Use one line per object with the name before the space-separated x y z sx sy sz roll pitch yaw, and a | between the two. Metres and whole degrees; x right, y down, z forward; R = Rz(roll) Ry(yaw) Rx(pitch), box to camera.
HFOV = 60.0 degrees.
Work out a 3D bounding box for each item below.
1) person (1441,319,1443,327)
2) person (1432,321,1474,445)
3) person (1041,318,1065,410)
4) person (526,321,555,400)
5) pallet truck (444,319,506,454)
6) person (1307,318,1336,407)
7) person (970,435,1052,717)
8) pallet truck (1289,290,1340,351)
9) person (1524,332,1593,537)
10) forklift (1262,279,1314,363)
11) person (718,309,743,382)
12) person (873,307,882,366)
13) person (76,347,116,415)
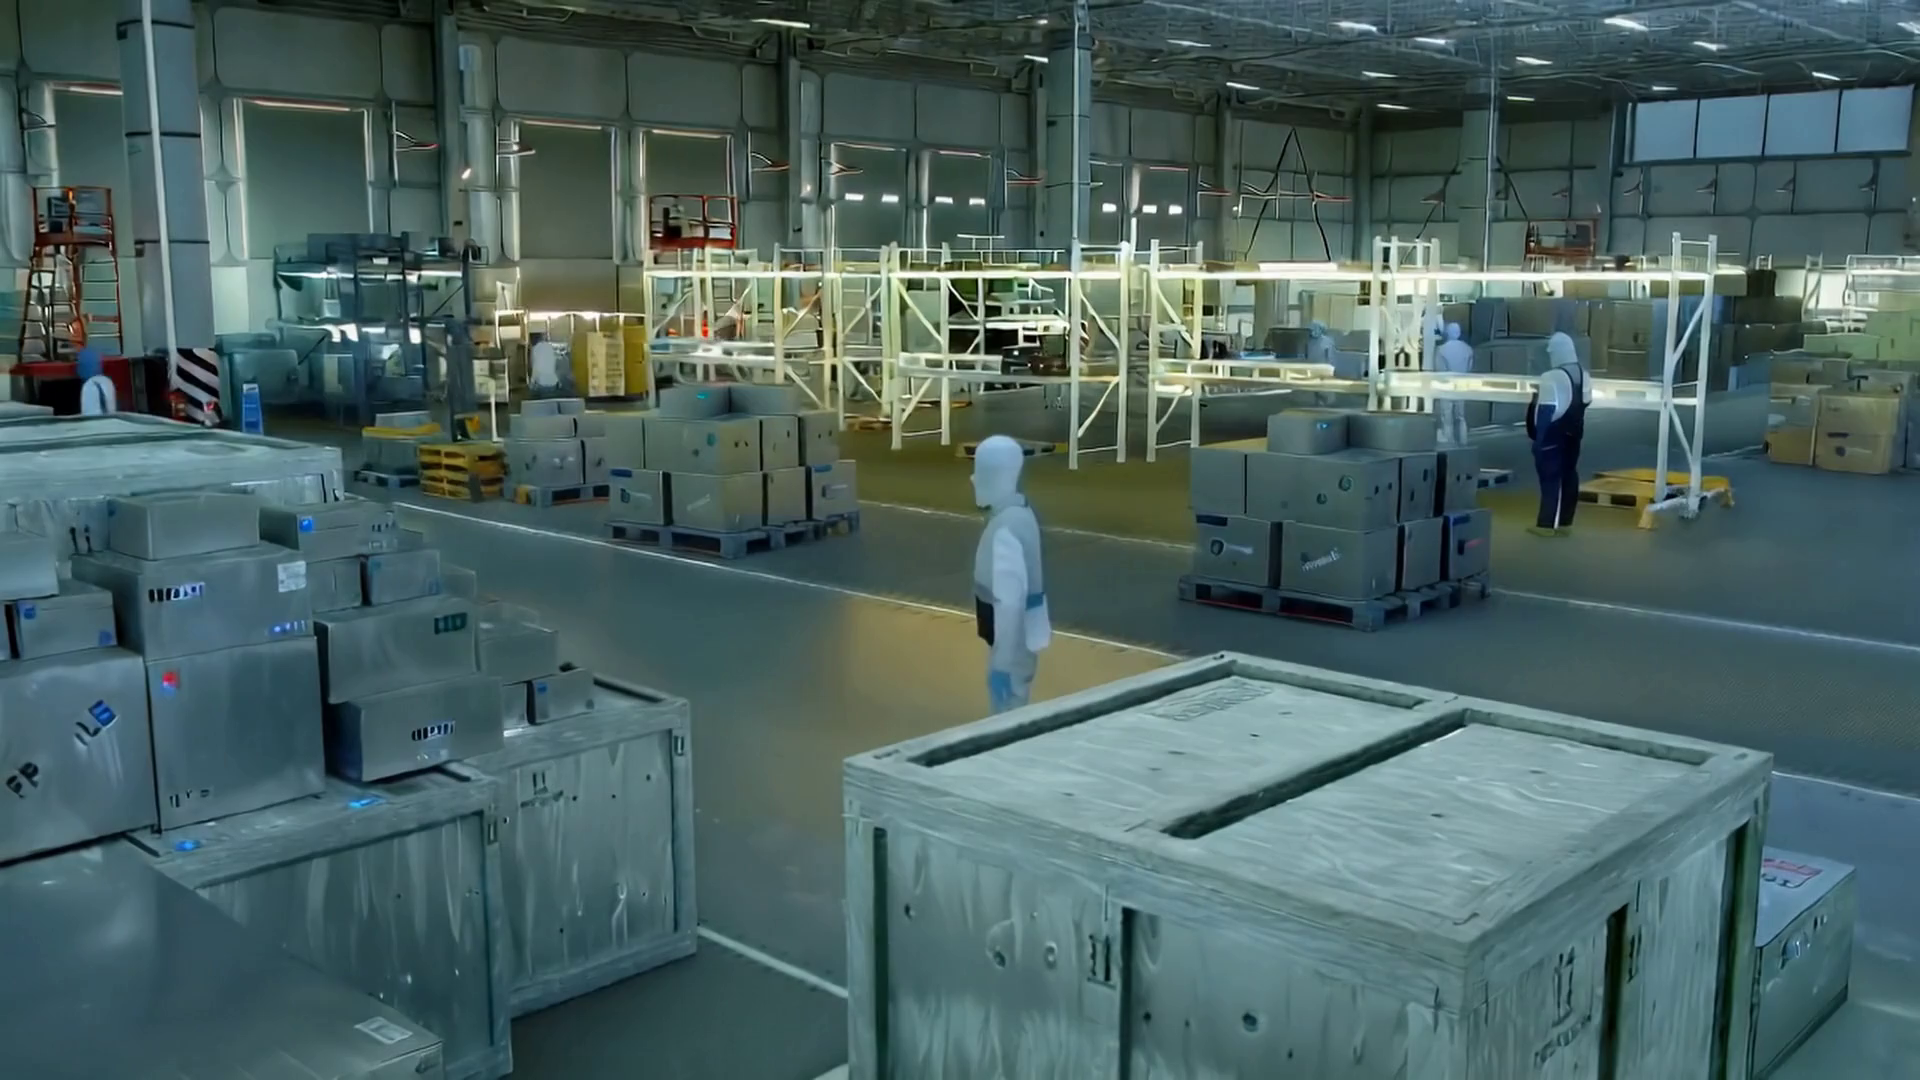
person | 13.026 -5.360 44.070 0.709 1.668 0.558 -3 10 -18
person | 6.849 -2.067 23.144 0.623 1.932 0.370 -5 10 -28
person | 1.758 -3.317 31.383 0.485 1.739 0.320 -3 10 -20
person | -6.421 -2.476 25.848 0.926 1.874 0.652 0 9 -3
pallet truck | -6.981 -1.942 22.150 1.885 1.965 0.823 1 9 9
person | 5.512 -2.408 25.258 0.450 1.921 0.707 -2 9 -12
person | 0.230 0.482 7.532 0.371 1.916 0.597 1 9 4
pallet truck | 11.297 -6.951 52.861 1.885 1.965 0.823 -5 11 -29
person | 5.912 -1.055 16.582 0.679 2.000 0.537 -6 11 -33
forklift | 8.555 -6.090 44.881 1.873 2.768 1.129 9 13 43
person | -4.315 -3.441 31.634 0.790 1.897 0.572 -8 12 -40
person | -2.157 -5.384 44.387 0.313 1.632 0.522 -1 9 -9
person | -8.795 -1.052 17.107 0.702 1.864 0.600 -1 9 -7
